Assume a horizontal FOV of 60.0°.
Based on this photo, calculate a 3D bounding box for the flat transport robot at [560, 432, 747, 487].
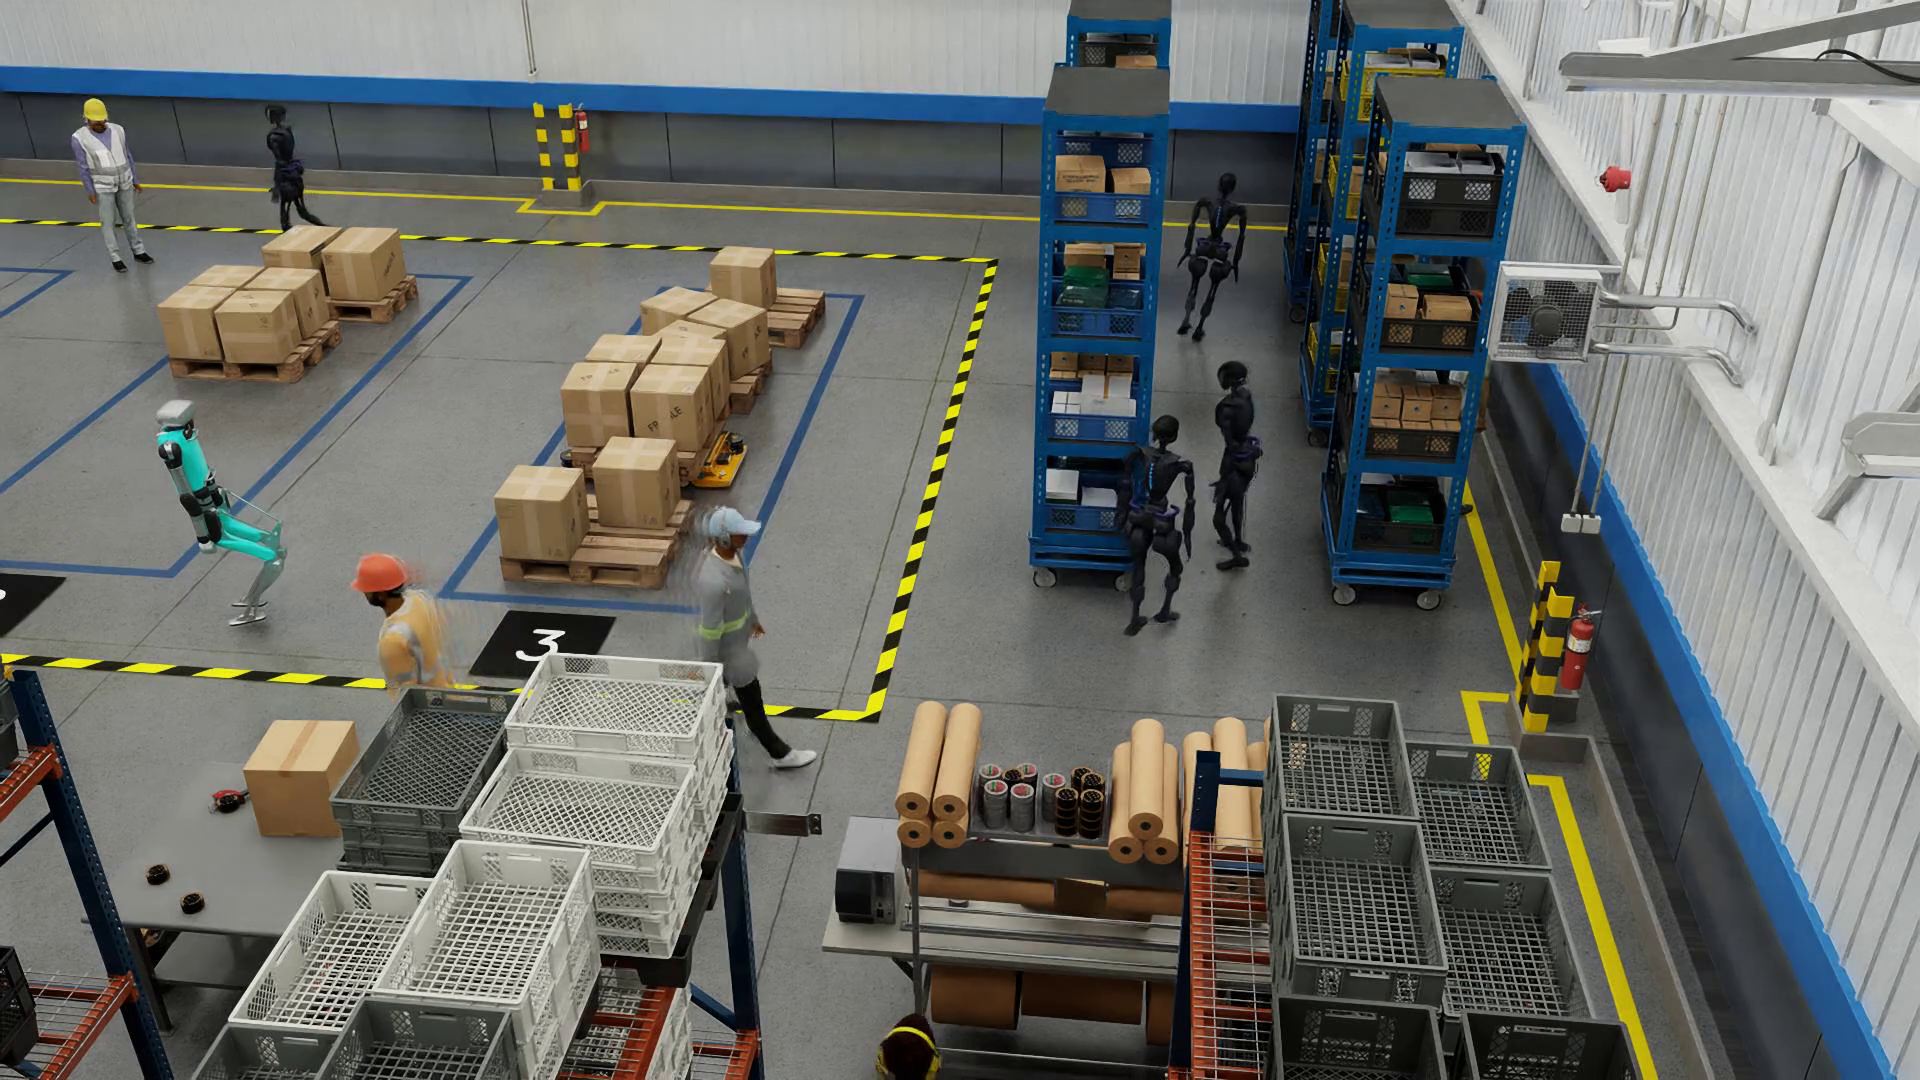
[{"bbox_3d":[-2.554,-0.707,13.861,1.431,0.197,0.652,3,30,6],"label":"flat transport robot"}]

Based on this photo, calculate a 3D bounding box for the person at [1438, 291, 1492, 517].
[{"bbox_3d":[3.841,-1.054,12.917,0.378,1.841,0.568,-19,35,-30],"label":"person"}]

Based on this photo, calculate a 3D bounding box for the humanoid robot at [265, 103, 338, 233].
[{"bbox_3d":[-7.225,-3.918,18.025,0.689,1.638,0.601,-2,30,-4],"label":"humanoid robot"}]

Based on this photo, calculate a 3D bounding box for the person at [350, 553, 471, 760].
[{"bbox_3d":[-3.213,0.901,9.503,0.877,1.904,0.565,2,30,3],"label":"person"}]

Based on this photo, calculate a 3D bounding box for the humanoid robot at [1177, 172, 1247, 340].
[{"bbox_3d":[2.381,-2.692,15.906,0.632,1.626,0.505,10,32,16],"label":"humanoid robot"}]

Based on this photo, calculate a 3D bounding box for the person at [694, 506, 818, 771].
[{"bbox_3d":[-1.313,0.605,10.095,0.917,1.817,0.611,1,30,1],"label":"person"}]

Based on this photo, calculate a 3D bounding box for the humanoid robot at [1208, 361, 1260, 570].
[{"bbox_3d":[2.011,-0.555,12.233,0.374,1.630,0.611,12,32,19],"label":"humanoid robot"}]

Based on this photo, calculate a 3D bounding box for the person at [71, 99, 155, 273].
[{"bbox_3d":[-8.961,-3.760,17.586,0.404,1.823,0.586,20,36,31],"label":"person"}]

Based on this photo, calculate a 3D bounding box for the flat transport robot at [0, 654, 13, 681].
[{"bbox_3d":[-7.142,0.969,11.010,1.431,0.231,0.659,3,30,6],"label":"flat transport robot"}]

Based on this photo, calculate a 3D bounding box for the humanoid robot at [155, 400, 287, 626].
[{"bbox_3d":[-4.975,-0.195,11.420,0.735,1.673,0.533,-6,31,-10],"label":"humanoid robot"}]

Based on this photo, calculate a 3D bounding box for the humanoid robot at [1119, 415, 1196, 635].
[{"bbox_3d":[1.347,-0.119,11.485,0.587,1.645,0.478,18,35,28],"label":"humanoid robot"}]

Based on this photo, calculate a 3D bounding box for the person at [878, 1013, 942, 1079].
[{"bbox_3d":[-0.164,2.566,6.704,0.548,1.836,0.854,5,31,9],"label":"person"}]
